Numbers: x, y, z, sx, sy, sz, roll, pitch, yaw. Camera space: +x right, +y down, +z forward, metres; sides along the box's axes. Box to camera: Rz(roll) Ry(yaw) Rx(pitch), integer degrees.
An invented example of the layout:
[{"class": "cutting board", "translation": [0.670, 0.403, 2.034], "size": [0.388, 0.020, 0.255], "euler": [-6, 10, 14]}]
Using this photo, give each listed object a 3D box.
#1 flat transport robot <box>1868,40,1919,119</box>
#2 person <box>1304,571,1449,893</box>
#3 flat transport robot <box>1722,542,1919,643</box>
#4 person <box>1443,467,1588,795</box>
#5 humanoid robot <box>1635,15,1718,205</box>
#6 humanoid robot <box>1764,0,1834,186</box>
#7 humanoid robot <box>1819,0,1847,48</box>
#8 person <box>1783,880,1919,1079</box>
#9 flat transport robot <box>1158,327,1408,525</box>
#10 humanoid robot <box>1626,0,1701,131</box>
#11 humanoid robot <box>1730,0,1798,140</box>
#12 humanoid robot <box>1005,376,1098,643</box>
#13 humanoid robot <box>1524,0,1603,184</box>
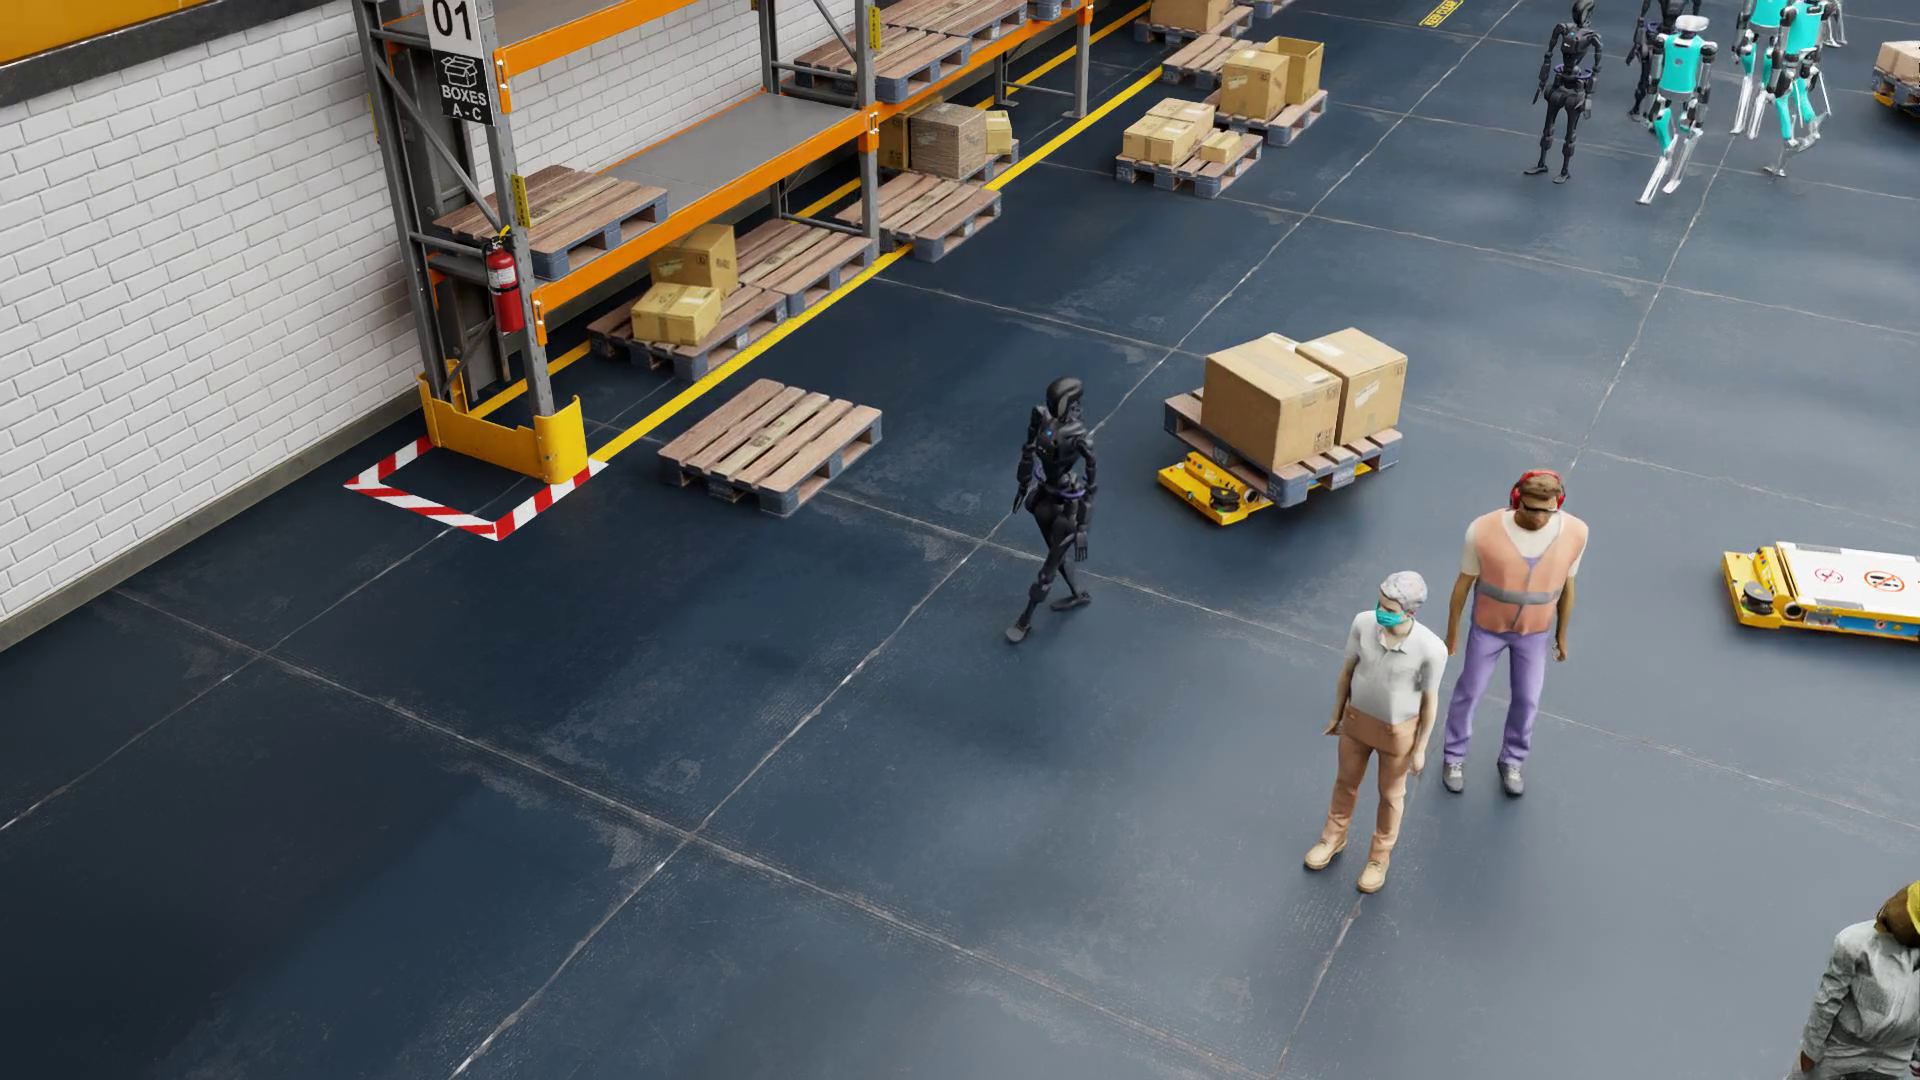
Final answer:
[{"class": "flat transport robot", "translation": [9.896, -4.295, 16.645], "size": [0.659, 0.231, 1.431], "euler": [-5, 34, -8]}, {"class": "person", "translation": [1.900, 0.851, 7.521], "size": [0.473, 1.745, 0.323], "euler": [23, 40, 31]}, {"class": "flat transport robot", "translation": [5.248, 0.325, 9.657], "size": [1.431, 0.231, 0.659], "euler": [7, 34, 10]}, {"class": "person", "translation": [2.658, 0.432, 8.076], "size": [0.597, 1.837, 0.459], "euler": [0, 33, 0]}, {"class": "humanoid robot", "translation": [6.272, -3.750, 14.478], "size": [0.545, 1.729, 1.007], "euler": [25, 41, 32]}, {"class": "humanoid robot", "translation": [7.582, -3.990, 14.935], "size": [0.536, 1.882, 0.675], "euler": [-13, 36, -18]}, {"class": "humanoid robot", "translation": [9.910, -6.361, 18.439], "size": [0.530, 1.782, 0.697], "euler": [-25, 41, -33]}, {"class": "person", "translation": [3.289, 1.846, 6.026], "size": [0.484, 1.734, 0.316], "euler": [2, 33, 2]}, {"class": "flat transport robot", "translation": [2.064, -0.514, 10.926], "size": [1.431, 0.231, 0.659], "euler": [-20, 38, -27]}, {"class": "humanoid robot", "translation": [6.856, -4.817, 16.198], "size": [0.608, 1.614, 0.753], "euler": [6, 34, 10]}, {"class": "humanoid robot", "translation": [7.740, -4.736, 15.991], "size": [0.544, 1.802, 0.697], "euler": [22, 39, 29]}, {"class": "humanoid robot", "translation": [0.510, -0.198, 9.194], "size": [0.653, 1.625, 0.599], "euler": [-25, 41, -33]}, {"class": "humanoid robot", "translation": [5.486, -4.059, 15.003], "size": [0.315, 1.653, 0.599], "euler": [-23, 40, -31]}]
